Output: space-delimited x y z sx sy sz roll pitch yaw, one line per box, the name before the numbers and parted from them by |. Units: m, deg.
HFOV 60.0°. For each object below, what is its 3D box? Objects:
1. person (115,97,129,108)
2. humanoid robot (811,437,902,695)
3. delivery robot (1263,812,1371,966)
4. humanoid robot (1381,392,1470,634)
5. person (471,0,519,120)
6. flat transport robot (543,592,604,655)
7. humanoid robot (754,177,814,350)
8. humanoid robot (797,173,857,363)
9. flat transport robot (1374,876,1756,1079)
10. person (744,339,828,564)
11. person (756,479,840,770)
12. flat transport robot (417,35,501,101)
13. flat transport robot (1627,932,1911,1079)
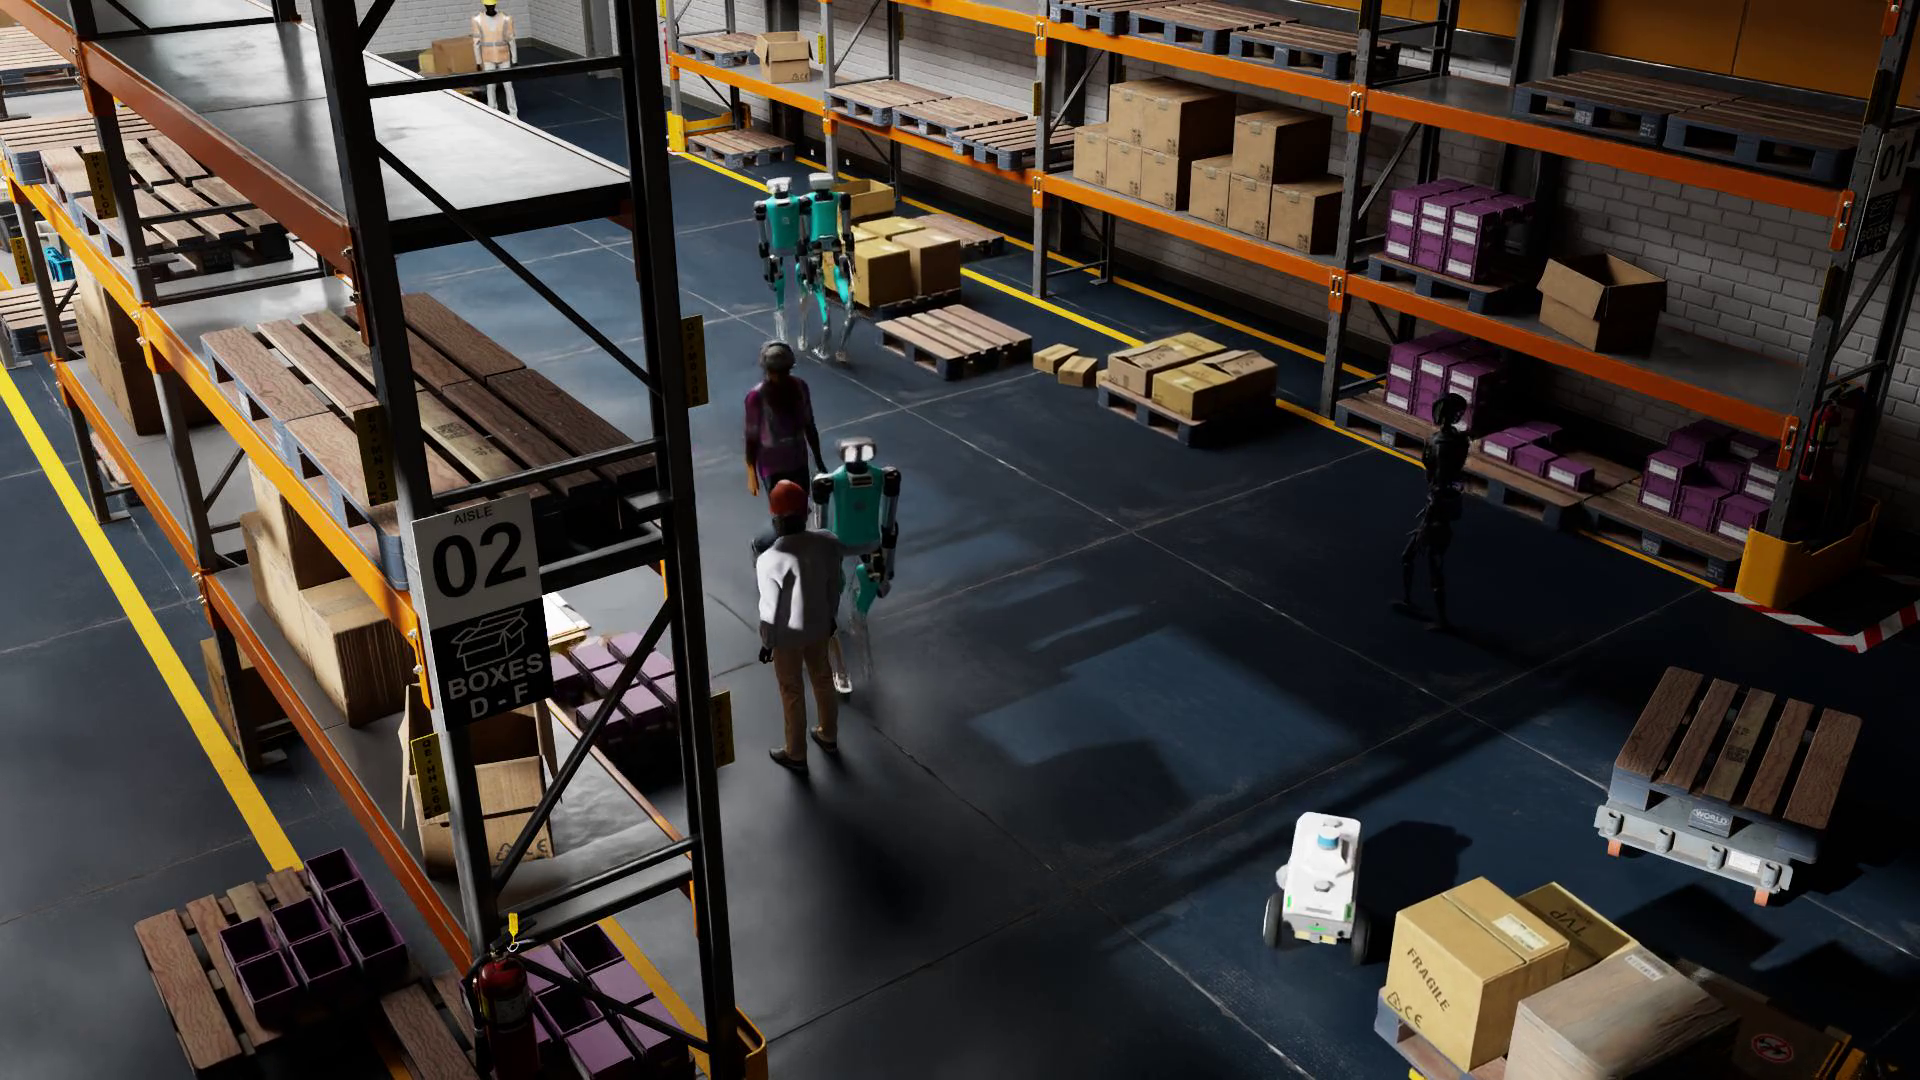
person | -10.736 -5.445 20.900 0.607 1.994 0.375 -21 34 -36
humanoid robot | -0.686 0.164 10.086 0.553 1.836 0.724 -9 28 -17
delivery robot | 1.791 1.723 8.264 0.518 0.614 0.785 7 28 14
humanoid robot | 3.035 -0.169 10.769 0.602 1.644 0.600 8 28 15
person | -6.690 -6.956 24.002 0.597 1.913 0.419 -6 27 -12
flat transport robot | -2.889 0.566 10.861 0.659 0.231 1.431 -18 32 -31
humanoid robot | -1.604 -2.546 15.464 0.566 1.786 0.871 -4 27 -7
humanoid robot | -1.160 -2.377 15.099 0.532 1.773 0.829 -7 28 -14
flat transport robot | 2.608 2.385 7.243 1.431 0.231 0.659 -14 30 -26
person | -1.202 -0.518 11.277 0.457 1.829 0.546 23 35 38
person | -0.923 0.473 9.394 0.340 1.747 0.571 24 35 39
flat transport robot | -7.733 -6.979 25.869 0.659 0.231 1.431 0 27 1
flat transport robot | 3.409 2.263 7.486 1.431 0.231 0.659 23 34 37
